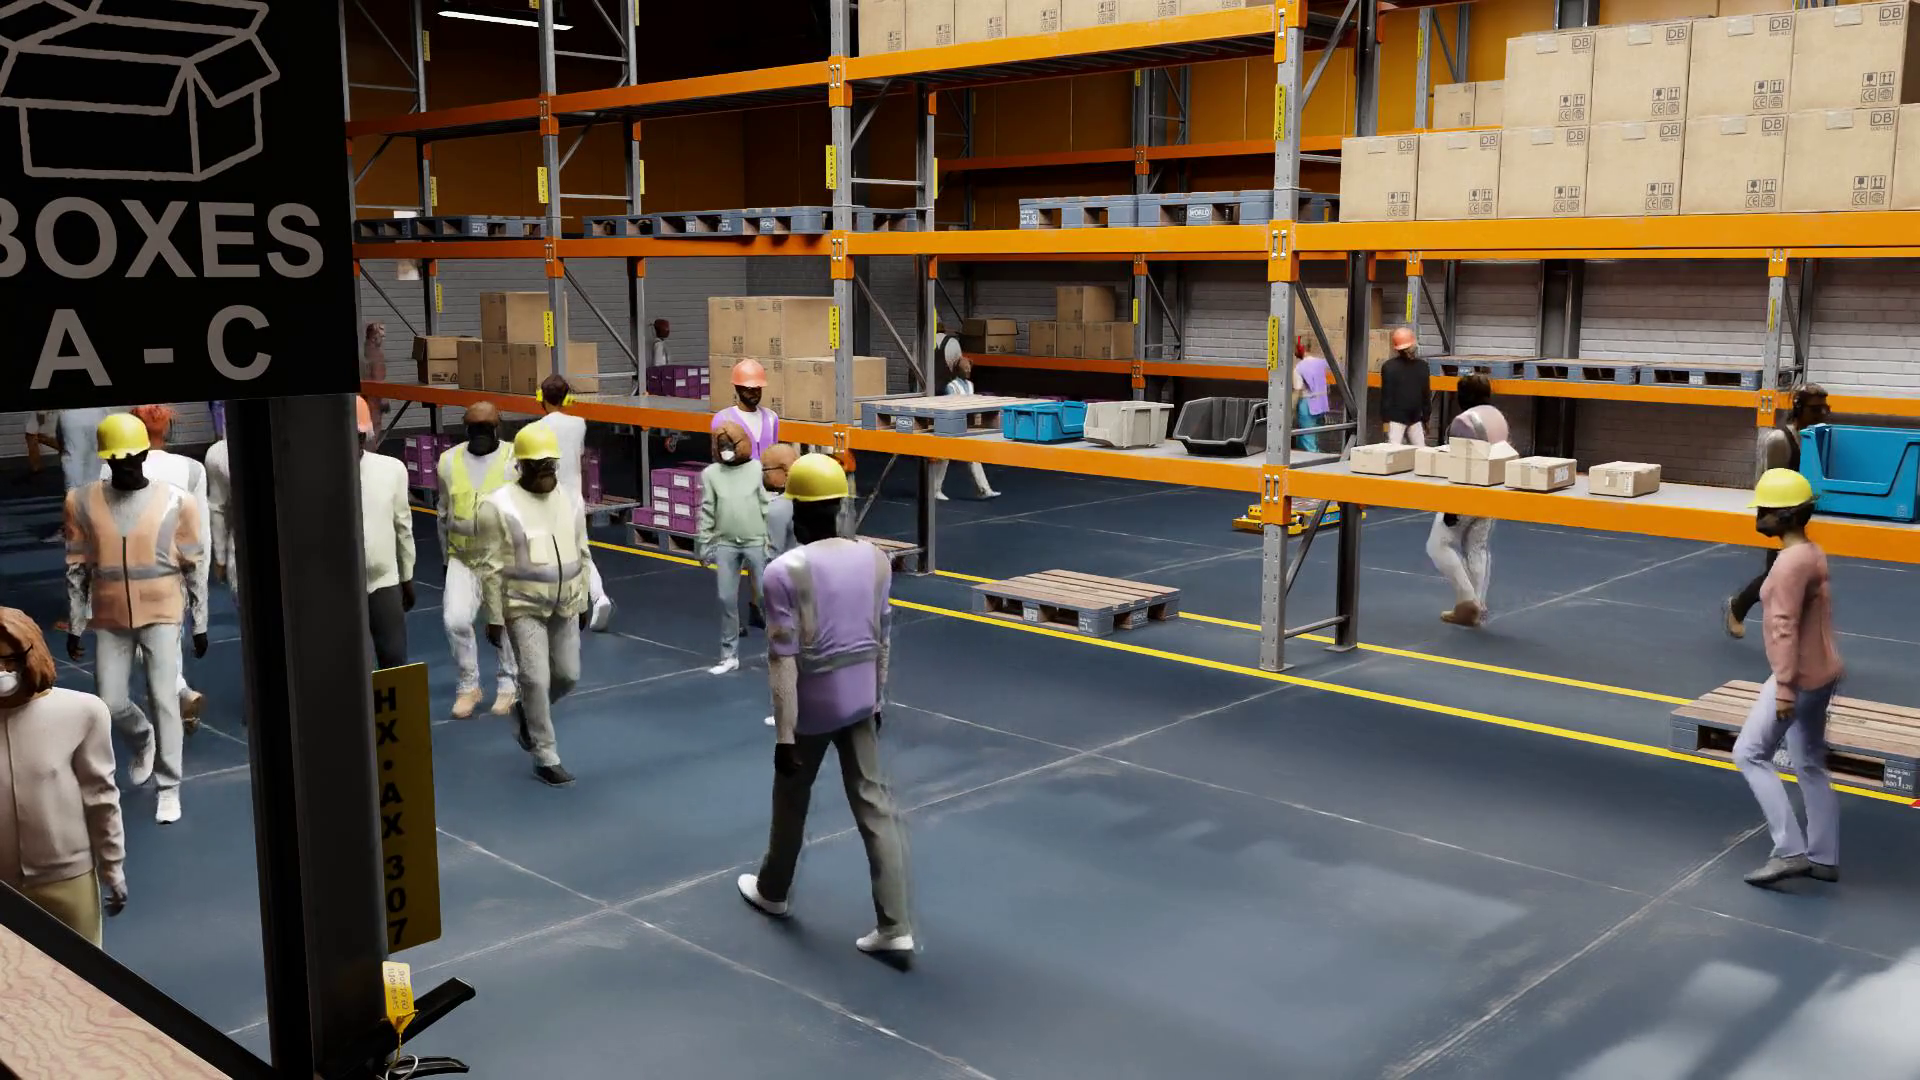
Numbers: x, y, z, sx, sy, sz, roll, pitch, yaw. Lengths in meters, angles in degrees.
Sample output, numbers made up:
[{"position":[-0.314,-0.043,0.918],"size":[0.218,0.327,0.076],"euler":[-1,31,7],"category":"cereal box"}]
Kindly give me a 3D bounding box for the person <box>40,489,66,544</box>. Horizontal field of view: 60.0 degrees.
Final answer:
[{"position":[-8.253,-0.855,15.756],"size":[0.905,1.716,0.529],"euler":[-7,12,-38],"category":"person"}]

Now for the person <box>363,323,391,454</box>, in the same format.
[{"position":[-7.514,-1.801,21.091],"size":[0.512,1.878,0.673],"euler":[-9,13,-44],"category":"person"}]

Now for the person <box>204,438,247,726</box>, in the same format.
[{"position":[-3.951,0.058,9.544],"size":[0.643,1.919,0.742],"euler":[-1,9,-3],"category":"person"}]

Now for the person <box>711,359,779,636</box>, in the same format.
[{"position":[-1.467,-0.299,11.658],"size":[0.549,1.936,0.376],"euler":[-8,12,-41],"category":"person"}]

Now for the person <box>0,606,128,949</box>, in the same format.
[{"position":[-2.660,0.983,4.753],"size":[0.503,1.627,0.270],"euler":[-5,10,-27],"category":"person"}]

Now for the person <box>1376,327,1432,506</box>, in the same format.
[{"position":[4.688,-1.271,17.613],"size":[0.649,1.960,0.500],"euler":[-5,10,-26],"category":"person"}]

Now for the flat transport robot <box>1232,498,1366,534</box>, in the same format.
[{"position":[3.385,-0.262,16.528],"size":[0.652,0.197,1.431],"euler":[9,13,43],"category":"flat transport robot"}]

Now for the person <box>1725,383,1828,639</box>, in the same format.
[{"position":[5.433,-0.125,10.948],"size":[0.525,1.831,0.723],"euler":[-3,10,-16],"category":"person"}]

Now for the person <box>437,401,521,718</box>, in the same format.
[{"position":[-2.693,0.123,9.435],"size":[0.624,1.814,0.571],"euler":[0,9,1],"category":"person"}]

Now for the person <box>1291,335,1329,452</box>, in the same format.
[{"position":[3.898,-1.422,18.905],"size":[0.625,1.811,0.602],"euler":[8,12,39],"category":"person"}]

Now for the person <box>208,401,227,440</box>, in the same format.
[{"position":[-9.239,-1.792,21.112],"size":[0.627,1.844,0.429],"euler":[-2,9,-10],"category":"person"}]

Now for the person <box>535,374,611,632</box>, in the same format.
[{"position":[-2.809,-0.265,11.819],"size":[0.502,1.830,0.914],"euler":[-8,12,-41],"category":"person"}]

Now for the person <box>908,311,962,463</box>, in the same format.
[{"position":[-0.379,-2.074,22.229],"size":[0.687,2.000,0.867],"euler":[-3,10,-16],"category":"person"}]

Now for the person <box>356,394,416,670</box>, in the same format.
[{"position":[-2.981,0.243,8.301],"size":[0.635,1.946,0.969],"euler":[-6,11,-32],"category":"person"}]

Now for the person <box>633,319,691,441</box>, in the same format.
[{"position":[-4.543,-2.354,24.648],"size":[0.993,1.827,0.656],"euler":[-3,10,-20],"category":"person"}]

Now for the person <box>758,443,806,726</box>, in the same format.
[{"position":[-0.884,0.266,9.166],"size":[0.464,1.613,0.535],"euler":[4,10,22],"category":"person"}]

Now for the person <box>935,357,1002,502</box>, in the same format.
[{"position":[0.018,-1.202,18.252],"size":[0.868,1.588,0.536],"euler":[6,11,35],"category":"person"}]

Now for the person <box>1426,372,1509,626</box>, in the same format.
[{"position":[3.629,-0.278,11.862],"size":[0.661,1.830,0.447],"euler":[-8,12,-41],"category":"person"}]

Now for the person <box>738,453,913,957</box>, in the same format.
[{"position":[-0.503,0.610,6.288],"size":[0.604,1.880,1.015],"euler":[-8,12,-39],"category":"person"}]

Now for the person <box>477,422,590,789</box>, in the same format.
[{"position":[-2.141,0.304,8.351],"size":[0.600,1.816,0.656],"euler":[-9,13,-44],"category":"person"}]

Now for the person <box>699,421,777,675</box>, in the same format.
[{"position":[-1.354,0.048,10.496],"size":[0.607,1.620,0.430],"euler":[3,10,16],"category":"person"}]

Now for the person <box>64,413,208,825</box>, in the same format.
[{"position":[-3.847,0.344,7.813],"size":[0.623,1.906,0.594],"euler":[-2,10,-13],"category":"person"}]

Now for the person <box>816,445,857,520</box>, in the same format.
[{"position":[-1.285,-1.231,17.050],"size":[0.374,2.044,0.609],"euler":[6,11,32],"category":"person"}]

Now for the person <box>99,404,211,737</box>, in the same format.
[{"position":[-4.273,0.182,8.925],"size":[0.630,1.867,0.593],"euler":[6,11,35],"category":"person"}]

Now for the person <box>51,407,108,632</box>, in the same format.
[{"position":[-6.072,-0.290,11.728],"size":[0.665,1.903,0.665],"euler":[-2,9,-12],"category":"person"}]

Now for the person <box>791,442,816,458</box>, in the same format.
[{"position":[-2.083,-1.762,21.544],"size":[0.521,1.638,0.311],"euler":[-7,11,-35],"category":"person"}]

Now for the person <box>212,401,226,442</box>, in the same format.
[{"position":[-7.065,-1.128,16.489],"size":[0.604,2.029,0.451],"euler":[-6,11,-34],"category":"person"}]

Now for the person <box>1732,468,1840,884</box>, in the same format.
[{"position":[3.457,0.574,6.924],"size":[0.475,1.734,0.539],"euler":[7,12,37],"category":"person"}]

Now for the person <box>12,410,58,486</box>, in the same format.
[{"position":[-10.863,-1.602,19.708],"size":[0.727,1.923,0.554],"euler":[-3,10,-18],"category":"person"}]
